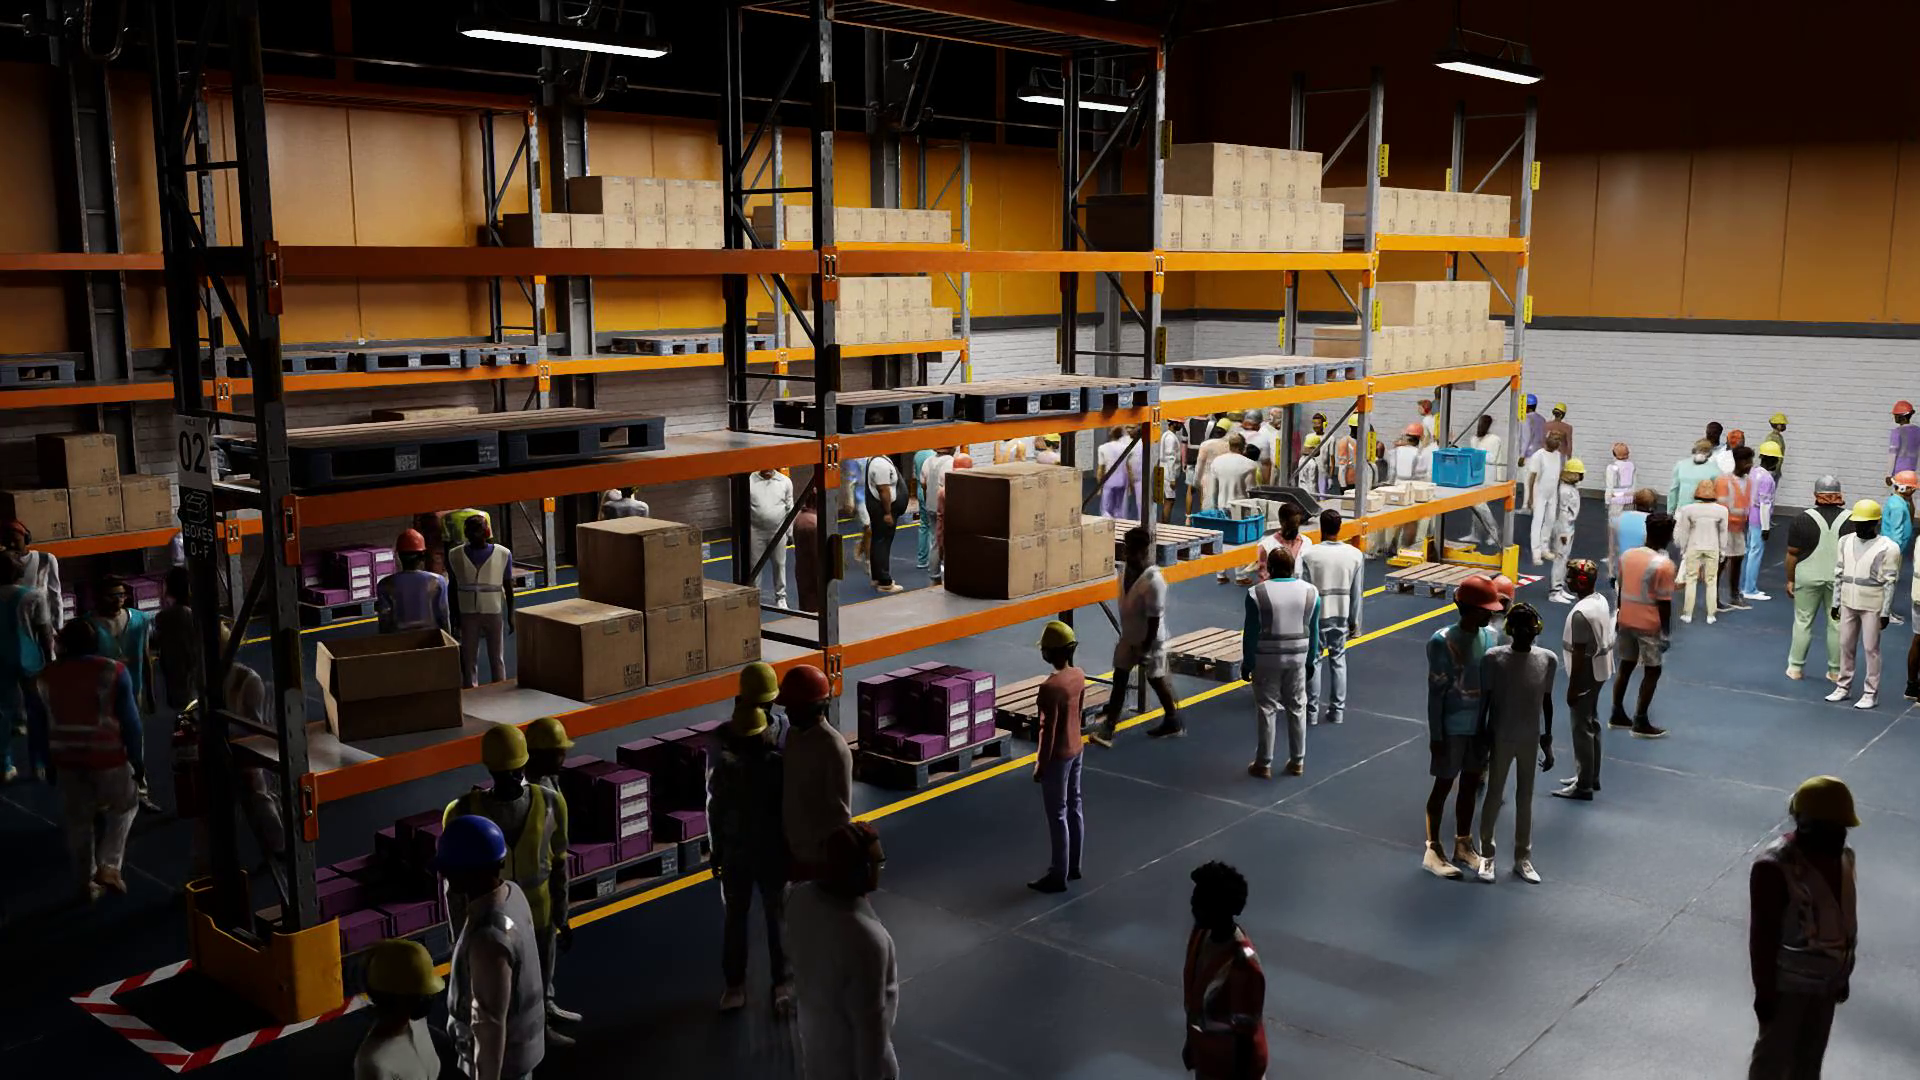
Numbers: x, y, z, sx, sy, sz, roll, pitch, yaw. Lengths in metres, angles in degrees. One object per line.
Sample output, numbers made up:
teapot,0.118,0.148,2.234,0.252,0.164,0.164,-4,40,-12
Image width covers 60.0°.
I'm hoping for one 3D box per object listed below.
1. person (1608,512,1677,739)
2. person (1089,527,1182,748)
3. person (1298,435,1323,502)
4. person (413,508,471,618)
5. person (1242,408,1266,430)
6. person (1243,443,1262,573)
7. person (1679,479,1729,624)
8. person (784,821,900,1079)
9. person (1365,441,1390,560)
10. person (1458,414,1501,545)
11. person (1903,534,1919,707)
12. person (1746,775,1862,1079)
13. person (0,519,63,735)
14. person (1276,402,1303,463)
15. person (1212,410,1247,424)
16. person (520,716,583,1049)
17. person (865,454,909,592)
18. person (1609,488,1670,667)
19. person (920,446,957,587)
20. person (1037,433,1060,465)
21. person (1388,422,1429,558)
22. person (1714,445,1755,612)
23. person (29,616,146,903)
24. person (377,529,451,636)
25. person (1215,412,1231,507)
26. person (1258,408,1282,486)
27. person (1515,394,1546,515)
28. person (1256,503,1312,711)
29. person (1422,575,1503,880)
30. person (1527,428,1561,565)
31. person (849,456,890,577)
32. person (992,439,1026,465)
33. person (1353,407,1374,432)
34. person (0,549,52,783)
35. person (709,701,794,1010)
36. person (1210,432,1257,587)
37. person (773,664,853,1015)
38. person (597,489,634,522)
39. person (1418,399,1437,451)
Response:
person,5.854,0.712,14.295,0.405,1.951,0.719,-3,10,-15
person,1.482,0.805,13.922,0.992,1.887,0.673,-6,11,-33
person,4.727,-0.557,22.539,0.342,1.733,0.488,-1,10,-9
person,-5.701,0.047,18.403,0.645,1.908,0.408,-5,11,-26
person,4.567,-1.218,25.936,0.592,1.917,0.402,-8,12,-38
person,3.809,-0.418,21.807,0.317,1.694,0.560,0,10,-1
person,8.358,0.130,18.719,0.498,1.633,0.285,3,10,18
person,-0.499,2.033,6.627,0.775,1.881,0.651,-7,12,-36
person,5.666,-0.544,22.714,0.522,1.645,0.306,-9,13,-43
person,7.520,-0.866,23.889,0.412,1.894,0.692,-3,10,-17
person,8.916,0.552,15.213,0.368,1.966,0.603,2,10,11
person,3.769,1.924,7.429,0.603,1.827,0.403,-5,11,-27
person,-8.043,0.747,14.323,0.588,1.878,0.371,-3,10,-19
person,6.238,-2.154,31.537,0.598,1.914,1.076,7,12,37
person,4.703,-1.736,28.649,0.677,2.000,0.535,5,11,25
person,-2.144,1.765,8.664,0.315,1.737,0.485,-1,10,-5
person,-0.902,-0.386,20.590,0.535,2.000,0.674,-2,10,-14
person,6.768,0.383,16.640,0.527,1.827,0.644,-7,12,-37
person,-0.129,-0.367,20.477,0.538,2.000,0.690,-9,13,-42
person,1.261,-0.652,23.001,0.314,1.768,0.527,-7,12,-36
person,6.063,-0.638,22.439,0.448,1.920,0.574,-8,13,-41
person,9.009,-0.136,19.393,0.655,1.955,0.438,-4,10,-24
person,-5.520,1.393,10.574,0.664,1.833,0.433,-1,10,-6
person,-4.383,0.872,13.392,0.551,1.932,0.377,-3,10,-17
person,4.261,-1.332,27.259,0.317,1.695,0.540,9,13,43
person,4.704,-1.042,24.956,0.654,1.895,0.400,-8,12,-39
person,9.183,-1.378,26.801,0.606,1.943,0.403,-9,13,-43
person,2.937,0.600,15.120,0.598,1.906,0.404,-5,11,-29
person,3.348,1.226,10.992,0.607,2.035,0.407,-5,11,-29
person,7.838,-0.586,22.384,0.669,1.844,0.396,-6,11,-31
person,-1.216,-0.550,21.662,0.631,2.021,0.775,-6,11,-33
person,0.661,-0.799,23.389,0.593,1.928,0.362,9,13,43
person,6.030,-1.113,25.063,0.381,1.994,0.622,-1,10,-8
person,-7.373,0.986,13.005,0.514,1.838,0.340,-3,10,-16
person,-1.117,1.708,9.009,0.488,1.735,0.340,1,10,3
person,3.436,-0.381,20.869,0.631,1.936,0.362,7,12,36
person,-0.783,1.620,8.790,0.409,1.986,0.621,-6,11,-31
person,-3.921,-0.016,19.020,0.432,1.836,0.619,0,10,-1
person,7.720,-1.407,27.336,0.427,1.828,0.617,8,12,38
